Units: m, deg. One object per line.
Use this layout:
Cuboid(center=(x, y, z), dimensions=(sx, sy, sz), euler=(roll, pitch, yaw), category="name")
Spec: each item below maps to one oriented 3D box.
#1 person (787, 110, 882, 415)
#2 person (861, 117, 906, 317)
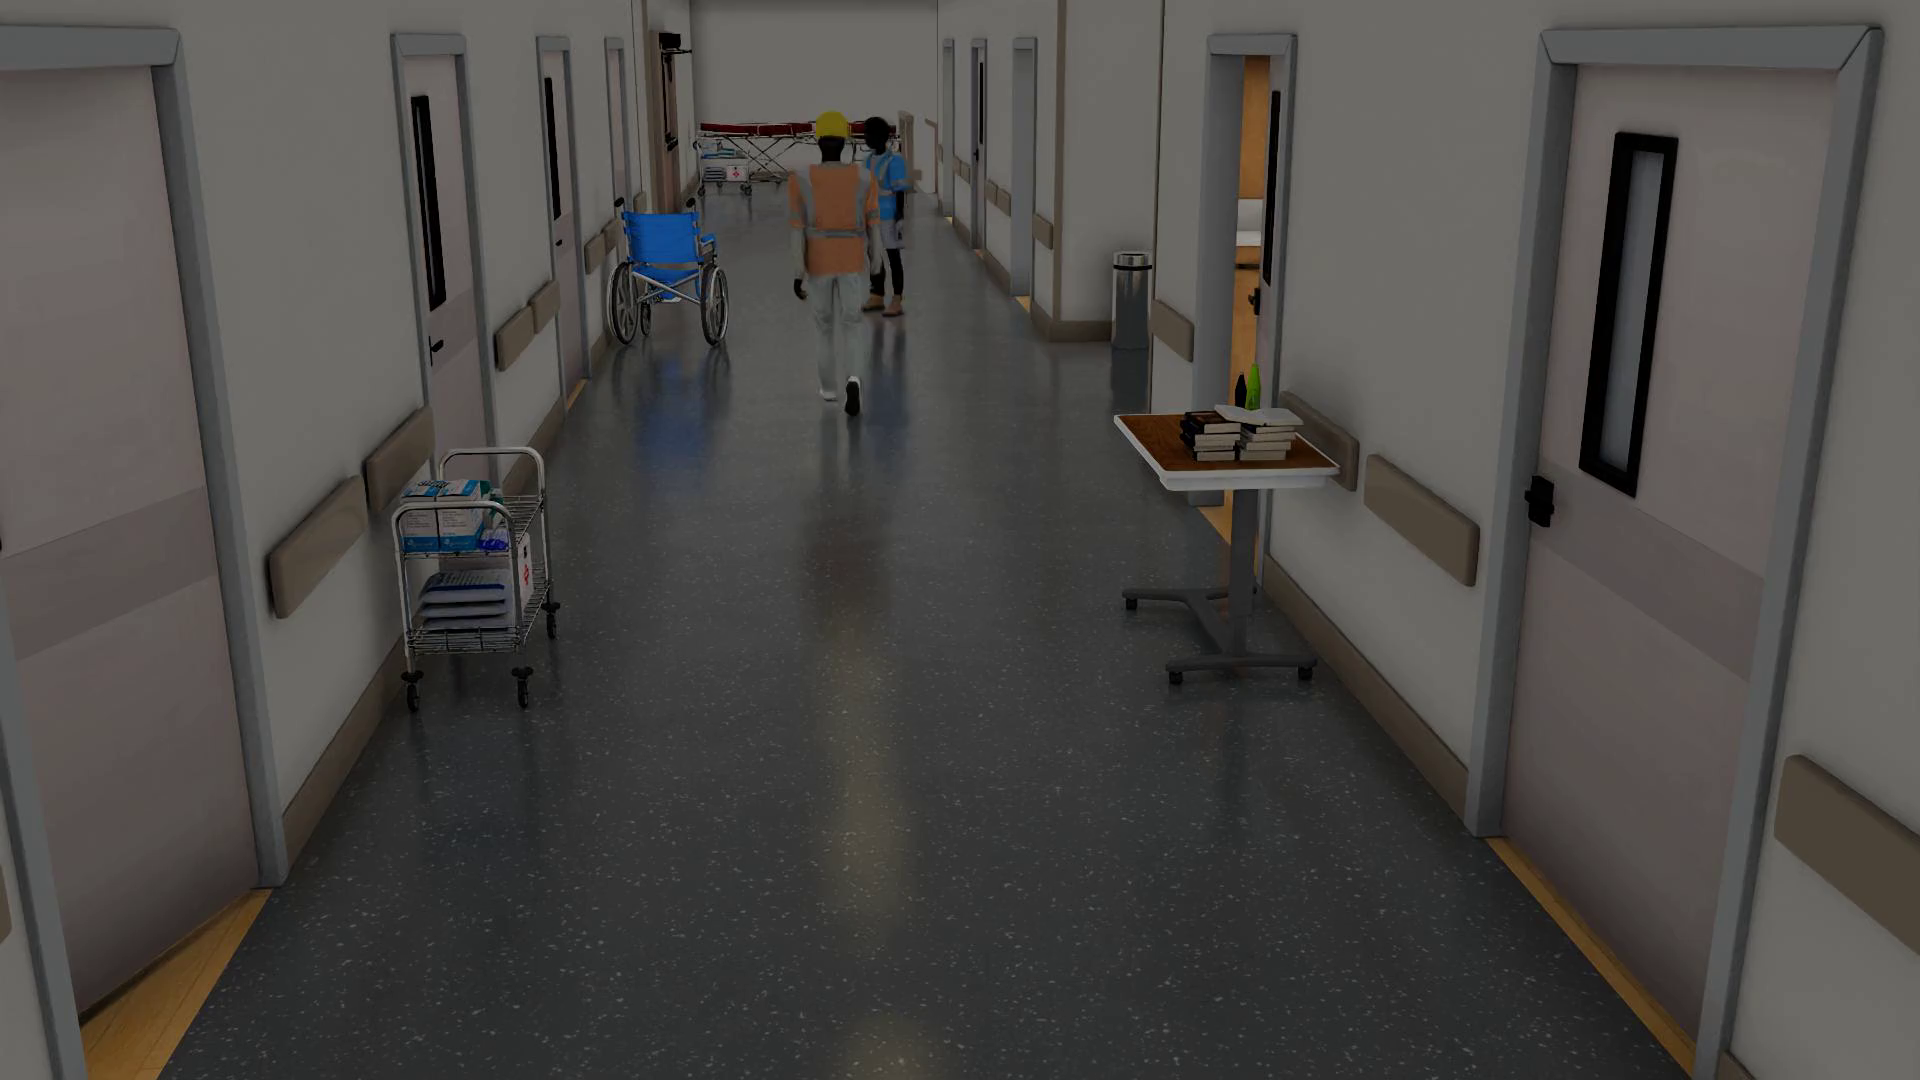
Cuboid(center=(-0.783, -1.766, 10.613), dimensions=(0.596, 1.898, 0.871), euler=(-3, 17, -11), category="person")
Cuboid(center=(-0.657, -2.790, 14.390), dimensions=(0.326, 1.681, 0.600), euler=(-12, 20, -35), category="person")
